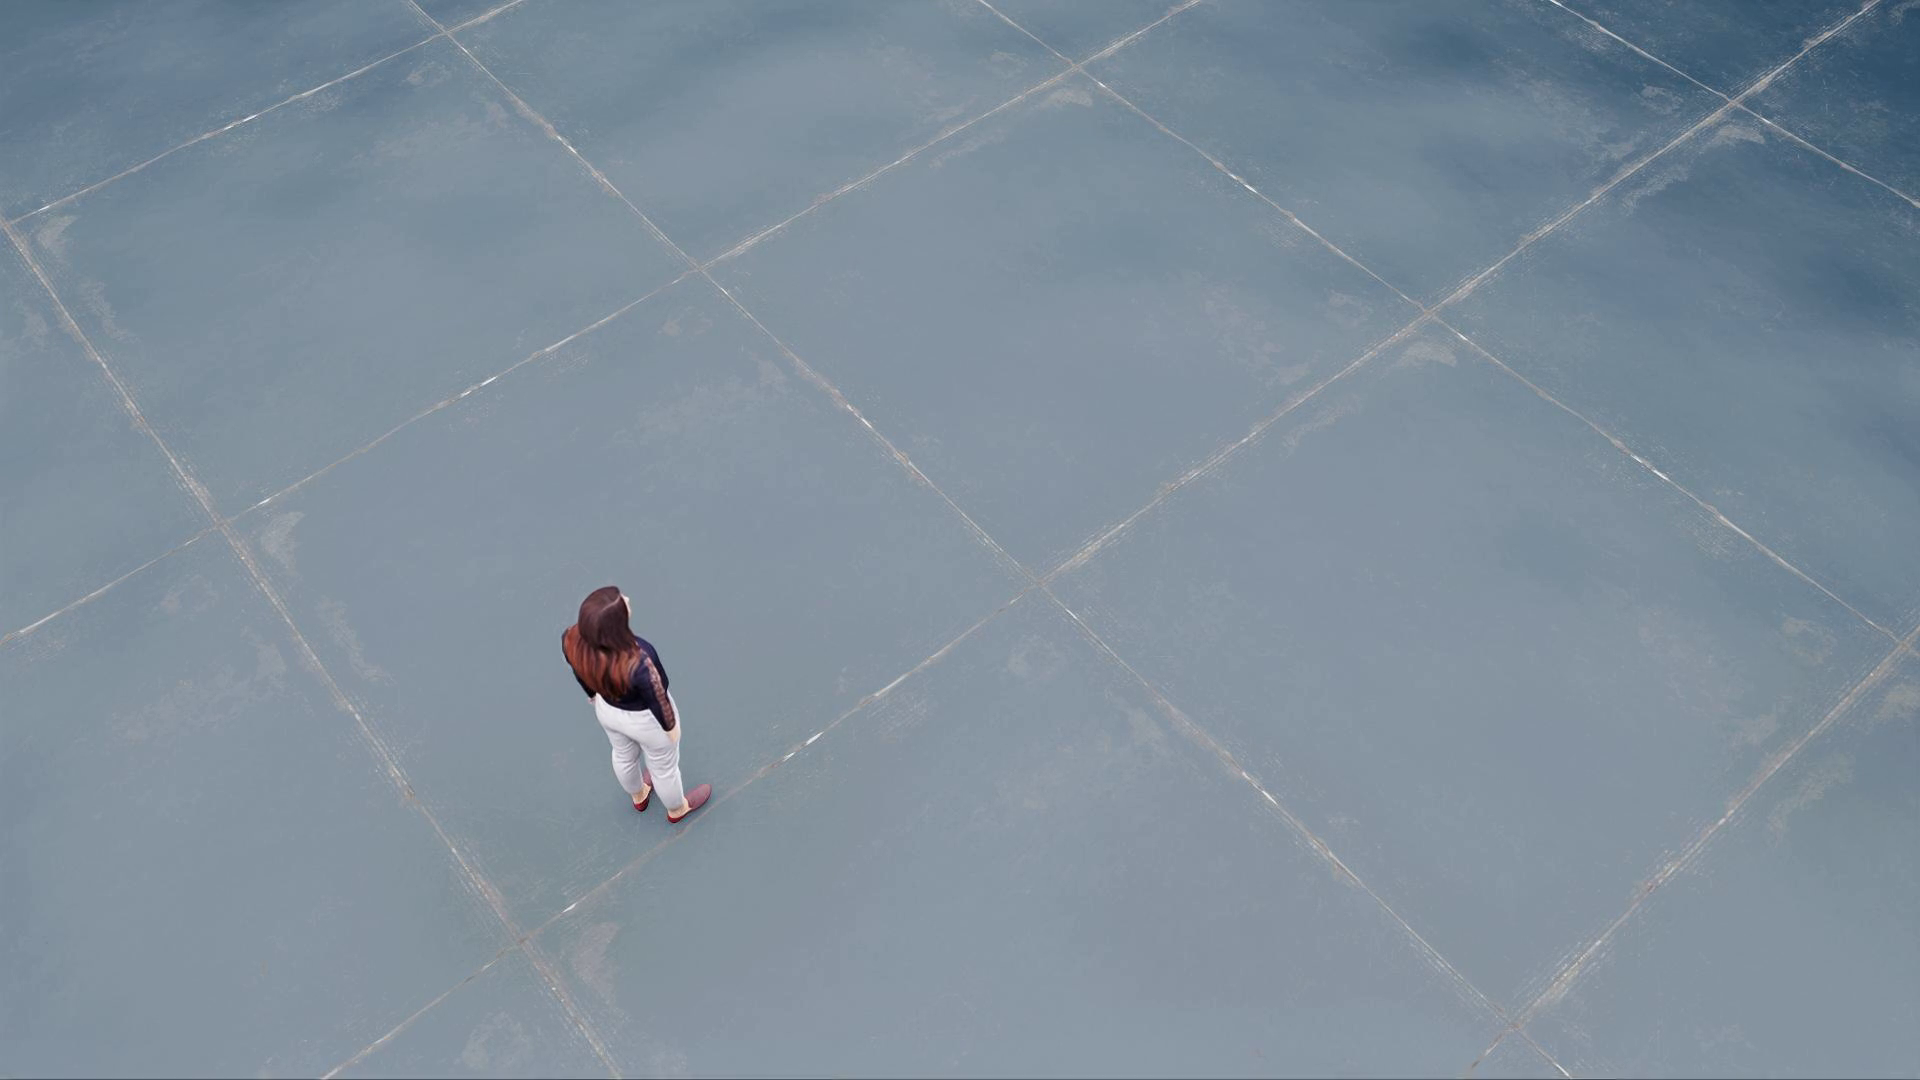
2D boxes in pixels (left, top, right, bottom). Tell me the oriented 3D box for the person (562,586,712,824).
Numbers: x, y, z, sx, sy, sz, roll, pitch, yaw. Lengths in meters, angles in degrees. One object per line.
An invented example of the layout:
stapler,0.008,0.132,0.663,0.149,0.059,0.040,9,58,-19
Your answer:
person,-1.359,0.699,6.984,0.675,1.608,0.662,21,55,16
